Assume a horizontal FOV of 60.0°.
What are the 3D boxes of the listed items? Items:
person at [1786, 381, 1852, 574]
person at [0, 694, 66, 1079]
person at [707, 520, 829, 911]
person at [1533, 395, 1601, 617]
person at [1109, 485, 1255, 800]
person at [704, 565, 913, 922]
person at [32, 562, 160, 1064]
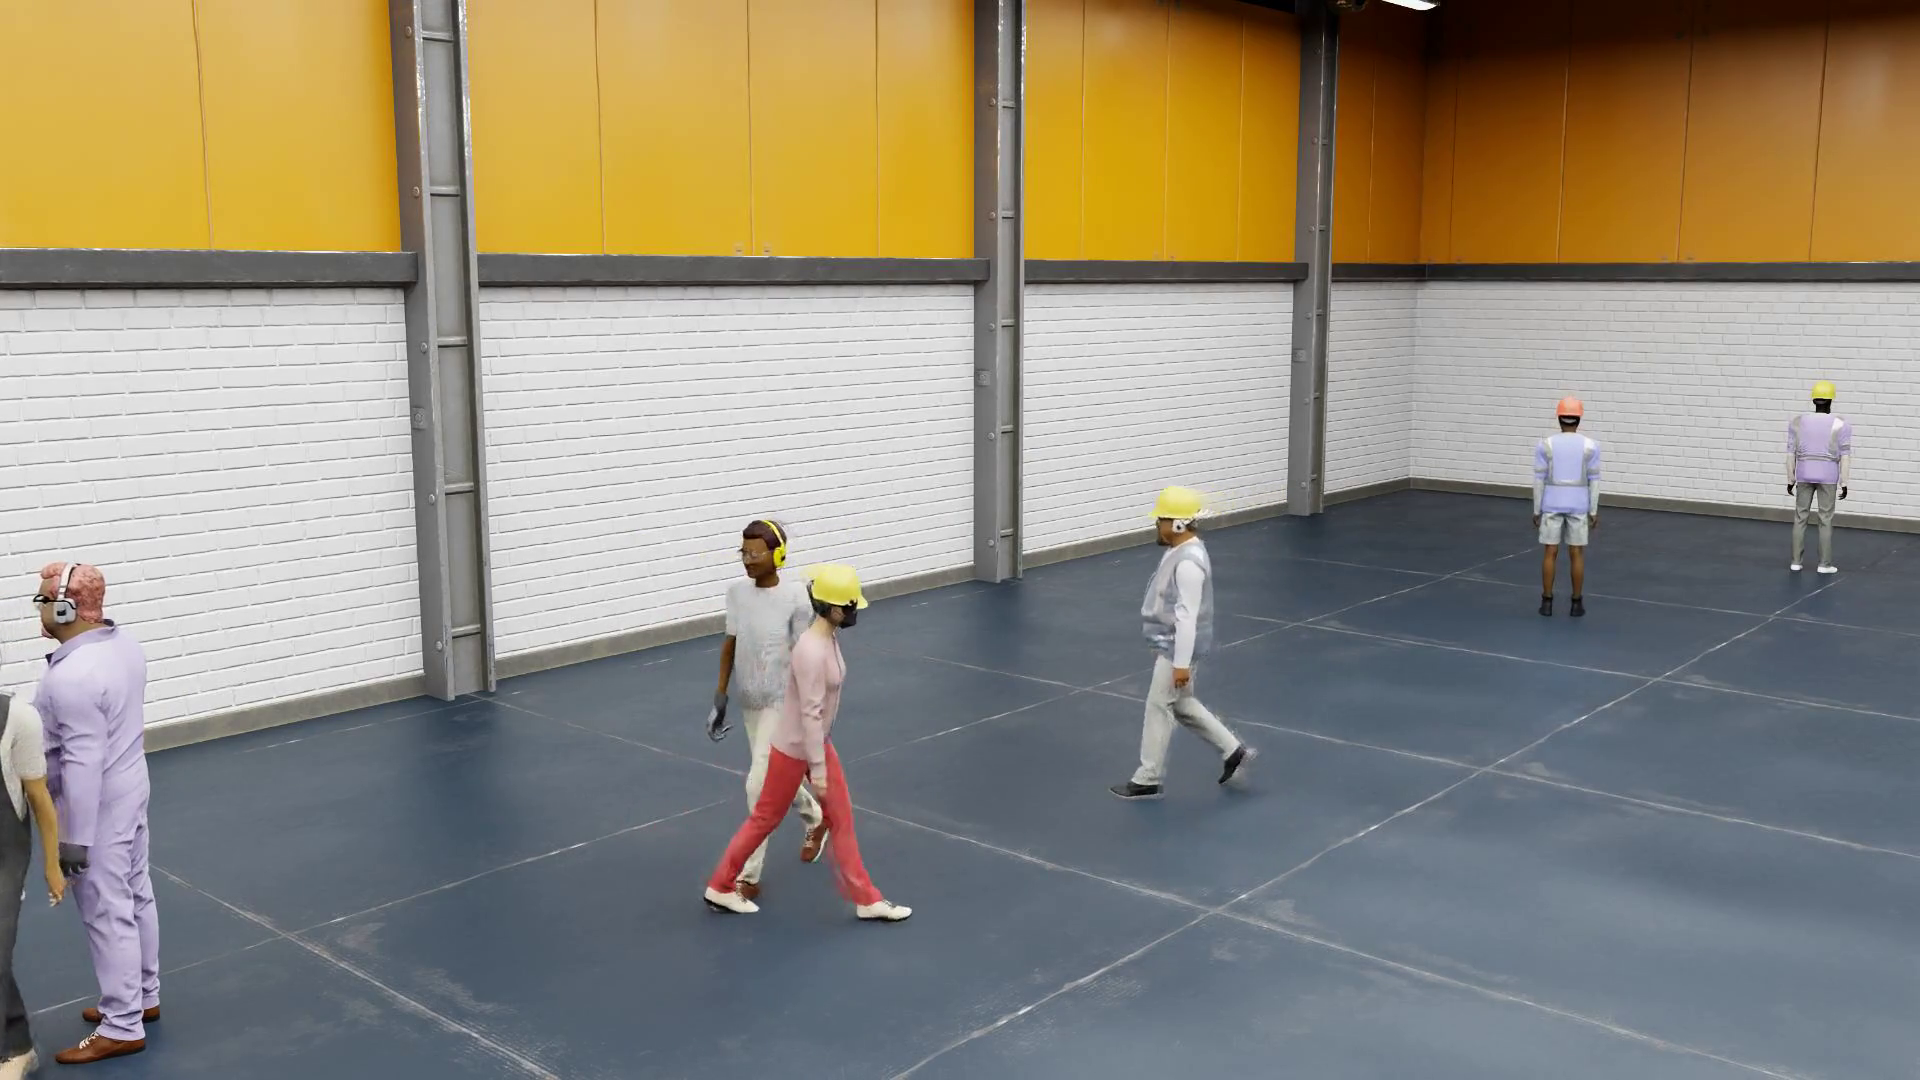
[{"bbox_3d":[8.562,-0.622,16.608,0.588,1.930,0.364,8,12,40],"label":"person"},{"bbox_3d":[-3.454,1.181,5.717,0.547,1.787,0.974,-1,9,-8],"label":"person"},{"bbox_3d":[-0.905,0.787,8.093,0.515,1.841,0.930,7,11,36],"label":"person"},{"bbox_3d":[5.288,-0.293,14.529,0.550,1.933,0.374,3,10,19],"label":"person"},{"bbox_3d":[1.274,0.585,9.413,0.782,1.809,0.611,1,9,6],"label":"person"},{"bbox_3d":[-0.740,0.936,7.596,0.978,1.686,0.528,2,9,10],"label":"person"},{"bbox_3d":[-3.317,1.024,6.345,0.402,1.911,0.638,-2,9,-10],"label":"person"}]
